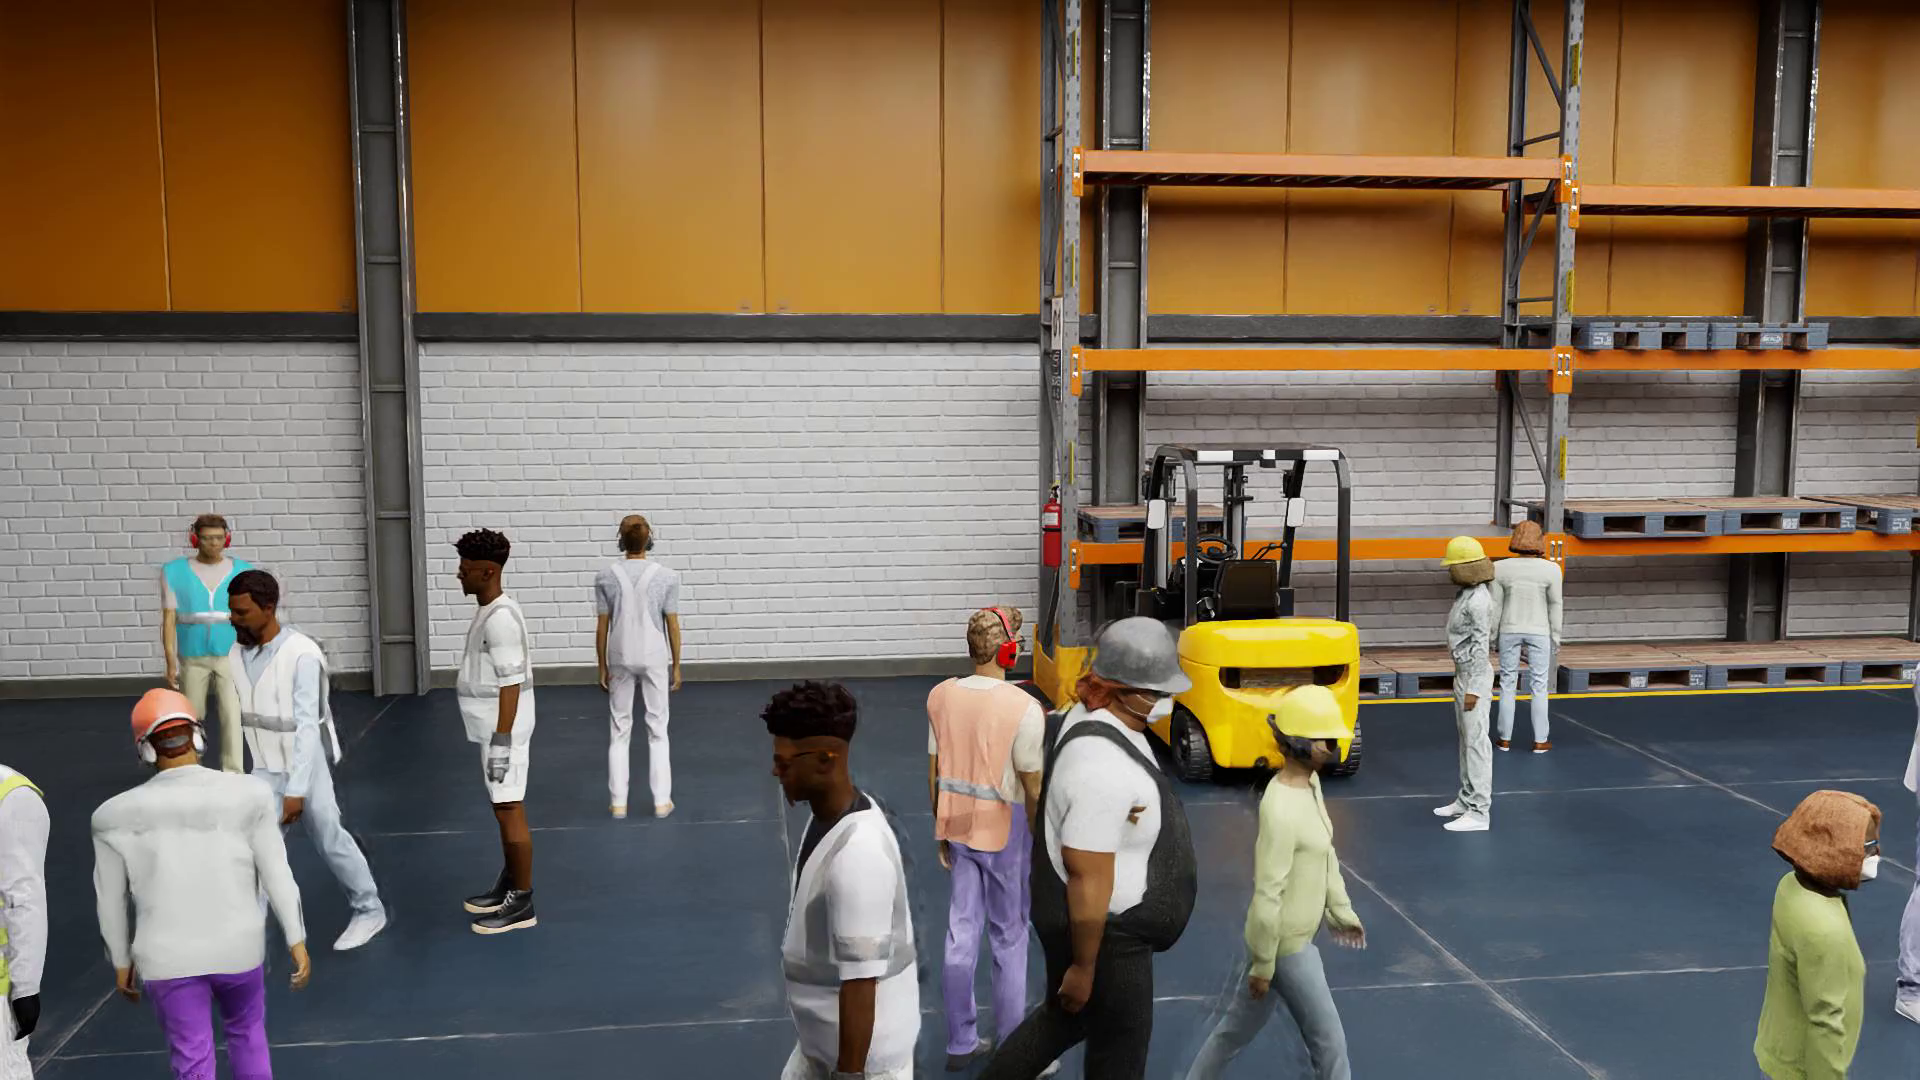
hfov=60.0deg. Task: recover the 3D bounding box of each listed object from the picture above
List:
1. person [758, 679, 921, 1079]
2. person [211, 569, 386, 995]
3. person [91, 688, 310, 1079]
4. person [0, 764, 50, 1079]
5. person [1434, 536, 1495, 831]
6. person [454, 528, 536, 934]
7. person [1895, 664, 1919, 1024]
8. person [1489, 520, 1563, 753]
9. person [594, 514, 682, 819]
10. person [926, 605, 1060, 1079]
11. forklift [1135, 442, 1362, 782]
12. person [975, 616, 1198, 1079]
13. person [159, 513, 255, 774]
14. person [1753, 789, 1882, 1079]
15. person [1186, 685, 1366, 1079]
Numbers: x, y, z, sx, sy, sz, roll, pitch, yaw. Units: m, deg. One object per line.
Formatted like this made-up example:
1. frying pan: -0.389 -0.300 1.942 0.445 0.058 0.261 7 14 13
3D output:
1. person: -0.325 1.344 4.486 0.601 1.930 0.761 -2 7 -13
2. person: -3.028 1.034 7.573 0.582 1.868 0.959 3 7 26
3. person: -2.514 1.338 5.539 0.627 1.702 0.658 -3 7 -25
4. person: -3.065 1.341 5.024 0.635 1.830 0.429 1 7 5
5. person: 2.976 0.840 9.800 0.319 1.734 0.483 1 7 9
6. person: -2.258 0.917 8.111 0.368 1.965 0.609 -2 7 -18
7. person: 4.175 1.080 6.940 0.590 1.912 0.386 -3 7 -27
8. person: 3.961 0.675 11.671 0.498 1.634 0.278 3 7 23
9. person: -1.935 0.762 10.036 0.506 1.838 0.340 -1 7 -5
10. person: 0.108 1.171 6.407 0.563 1.847 0.389 6 9 41
11. forklift: 1.912 0.418 11.496 1.214 2.155 2.313 -1 7 -8
12. person: 0.360 1.195 5.353 0.803 2.000 0.702 0 7 -3
13. person: -4.734 0.722 10.507 0.560 1.817 0.866 -4 8 -30
14. person: 2.343 1.486 4.580 0.283 1.631 0.503 2 7 17
15. person: 1.121 1.329 5.602 0.933 1.719 0.538 2 7 16
